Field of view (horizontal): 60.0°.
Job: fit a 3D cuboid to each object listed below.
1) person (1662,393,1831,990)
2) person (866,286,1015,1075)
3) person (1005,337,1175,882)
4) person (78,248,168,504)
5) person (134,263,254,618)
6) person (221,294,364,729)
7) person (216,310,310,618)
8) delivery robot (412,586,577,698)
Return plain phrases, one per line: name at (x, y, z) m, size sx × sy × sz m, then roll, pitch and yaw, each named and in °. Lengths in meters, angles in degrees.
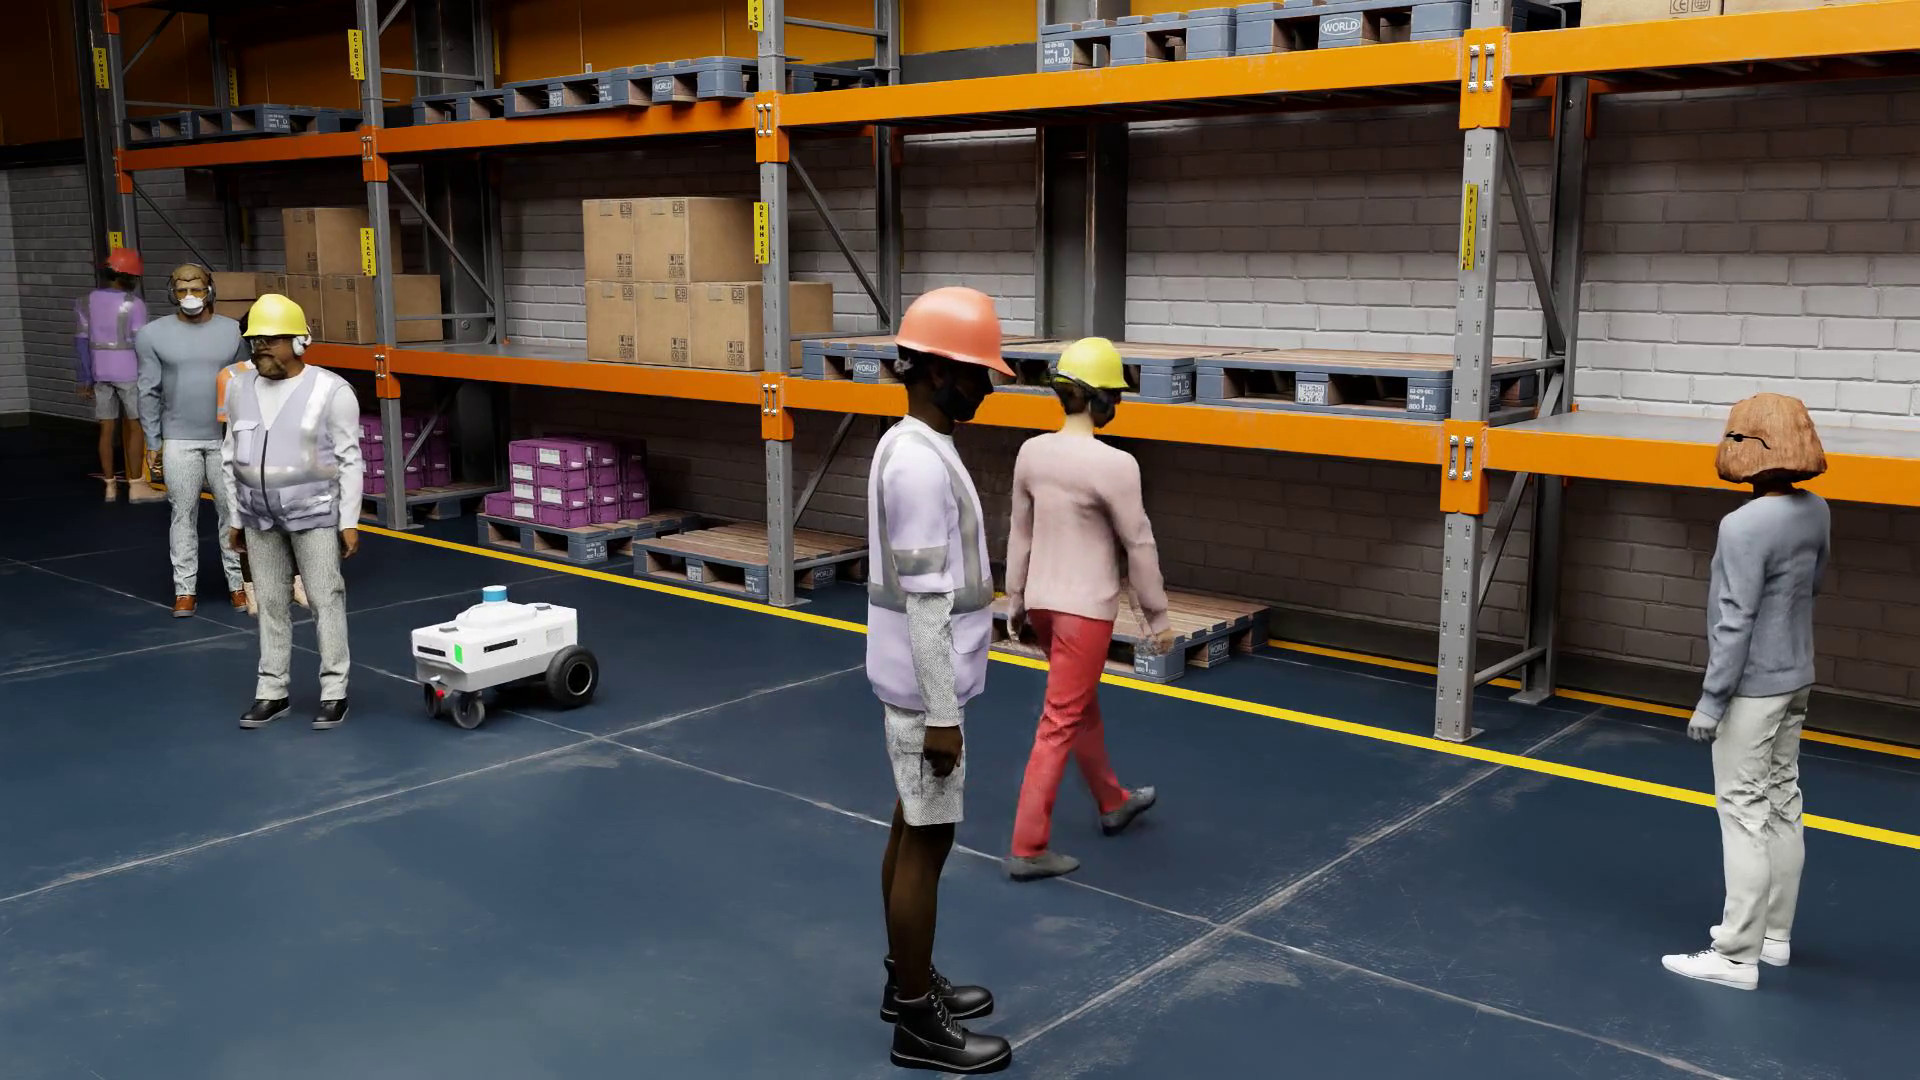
person at (2.177, 0.415, 4.573) m, size 0.499 × 1.634 × 0.279 m, roll -8°, pitch 13°, yaw -39°
person at (-0.049, 0.345, 4.138) m, size 0.367 × 1.930 × 0.542 m, roll -1°, pitch 10°, yaw -5°
person at (0.466, 0.217, 5.414) m, size 0.843 × 1.730 × 0.547 m, roll -7°, pitch 12°, yaw -35°
person at (-6.673, -1.292, 13.247) m, size 0.703 × 2.011 × 0.415 m, roll 2°, pitch 10°, yaw 12°
person at (-4.178, -0.547, 9.186) m, size 0.629 × 1.940 × 0.372 m, roll -5°, pitch 11°, yaw -26°
person at (-2.812, -0.109, 6.993) m, size 0.591 × 1.834 × 0.404 m, roll 1°, pitch 10°, yaw 7°
person at (-3.815, -0.429, 9.203) m, size 0.315 × 1.696 × 0.541 m, roll 8°, pitch 13°, yaw 39°
delivery robot at (-2.010, 0.443, 7.219) m, size 0.477 × 0.478 × 0.707 m, roll 7°, pitch 12°, yaw 34°
